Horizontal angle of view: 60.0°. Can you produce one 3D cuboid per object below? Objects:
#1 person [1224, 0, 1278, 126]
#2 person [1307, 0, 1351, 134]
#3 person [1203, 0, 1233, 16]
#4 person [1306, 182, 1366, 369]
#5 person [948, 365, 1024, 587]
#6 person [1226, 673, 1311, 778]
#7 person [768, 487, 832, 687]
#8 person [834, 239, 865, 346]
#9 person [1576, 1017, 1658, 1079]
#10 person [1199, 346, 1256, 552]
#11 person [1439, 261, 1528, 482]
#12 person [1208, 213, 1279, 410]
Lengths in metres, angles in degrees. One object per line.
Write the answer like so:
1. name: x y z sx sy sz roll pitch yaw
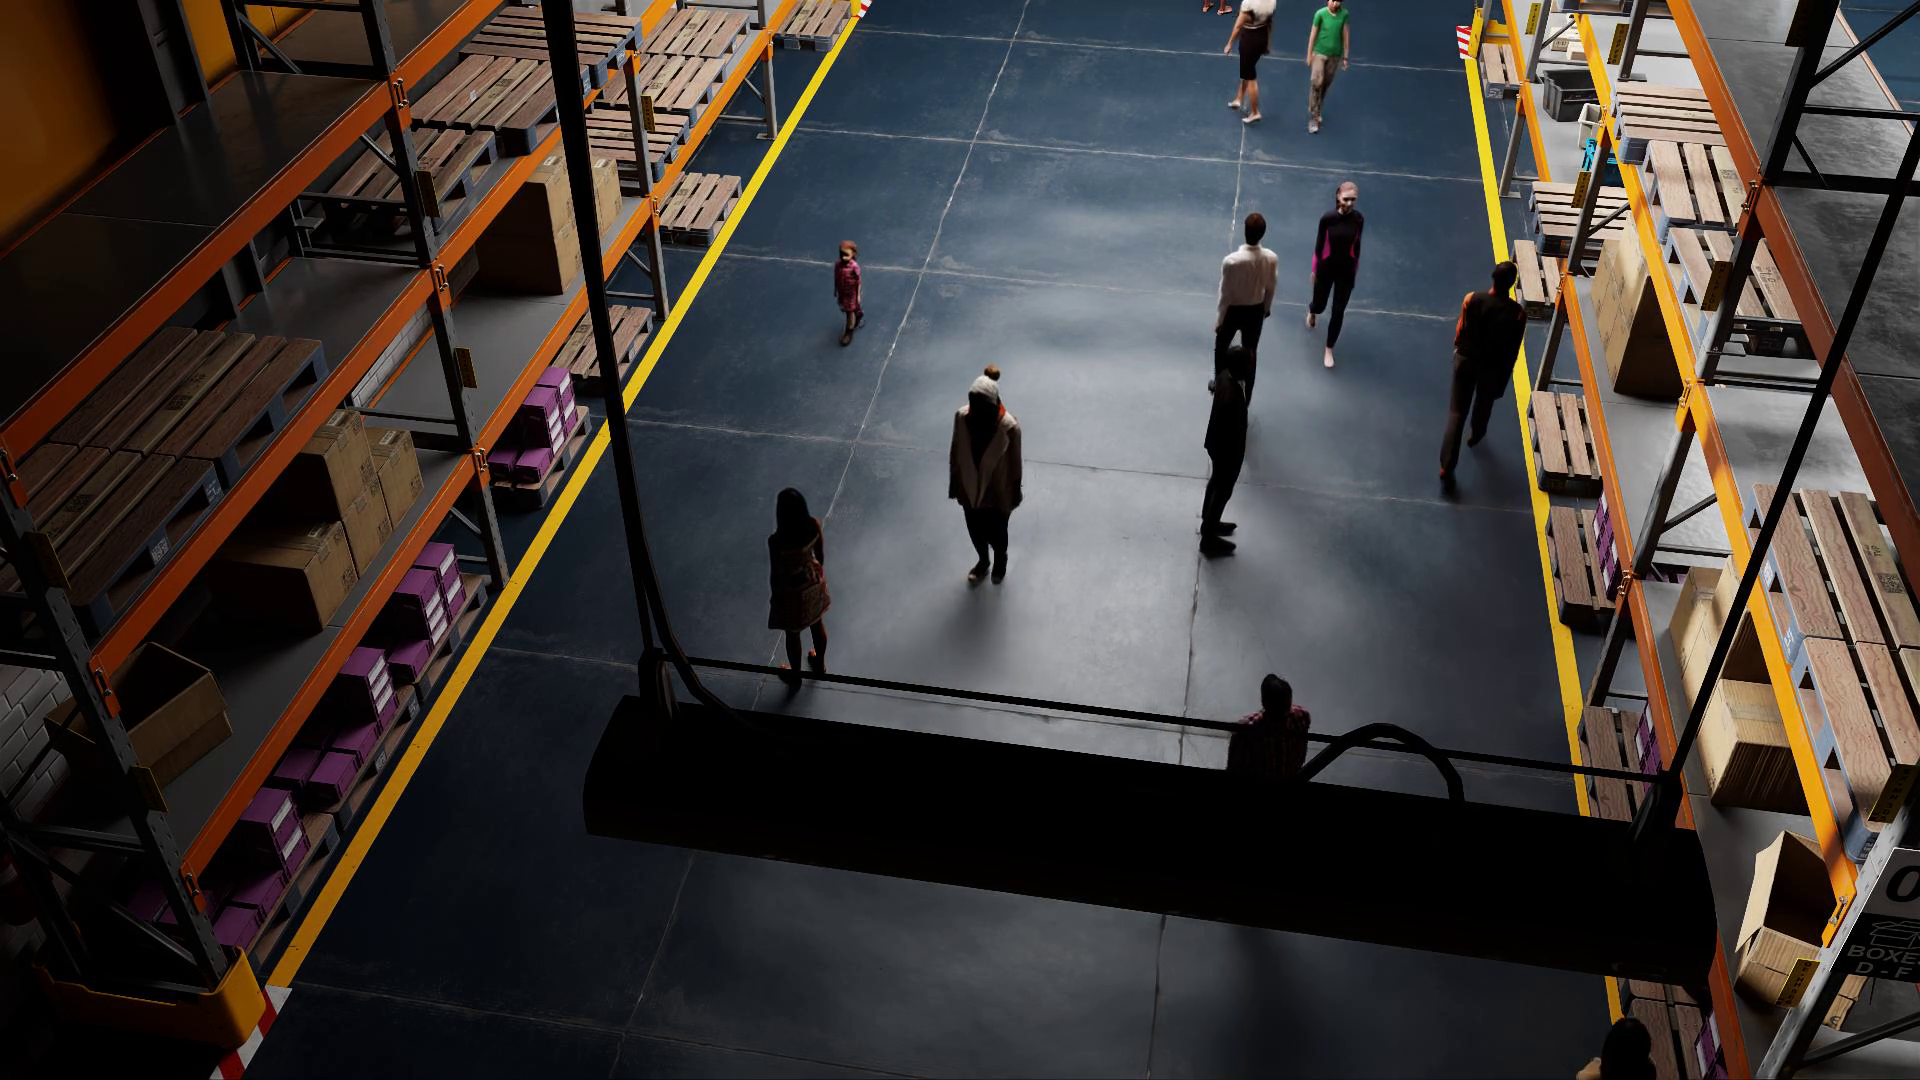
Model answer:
1. person: 3.365 -5.492 18.696 0.916 1.725 0.969 -29 47 -31
2. person: 4.118 -5.502 18.786 0.707 1.629 0.928 -4 39 -5
3. person: 3.360 -7.659 21.413 0.682 1.721 0.659 24 44 27
4. person: 3.341 -2.428 14.851 0.636 1.736 0.902 1 39 1
5. person: 0.241 -0.498 12.321 0.774 1.877 0.740 16 41 19
6. person: 1.804 1.447 9.987 0.814 1.751 0.812 -13 40 -16
7. person: -1.114 0.315 11.488 0.699 1.645 0.776 -26 46 -29
8. person: -1.011 -2.315 15.284 0.540 1.018 0.667 19 42 22
9. person: 3.162 2.979 8.133 0.911 1.670 1.021 -14 41 -16
10. person: 2.010 -0.697 12.632 0.754 1.800 0.571 0 39 0
11. person: 4.135 -1.331 13.372 0.927 1.866 1.338 16 41 20
12. person: 2.416 -1.831 14.011 0.830 1.852 0.911 -6 39 -7
